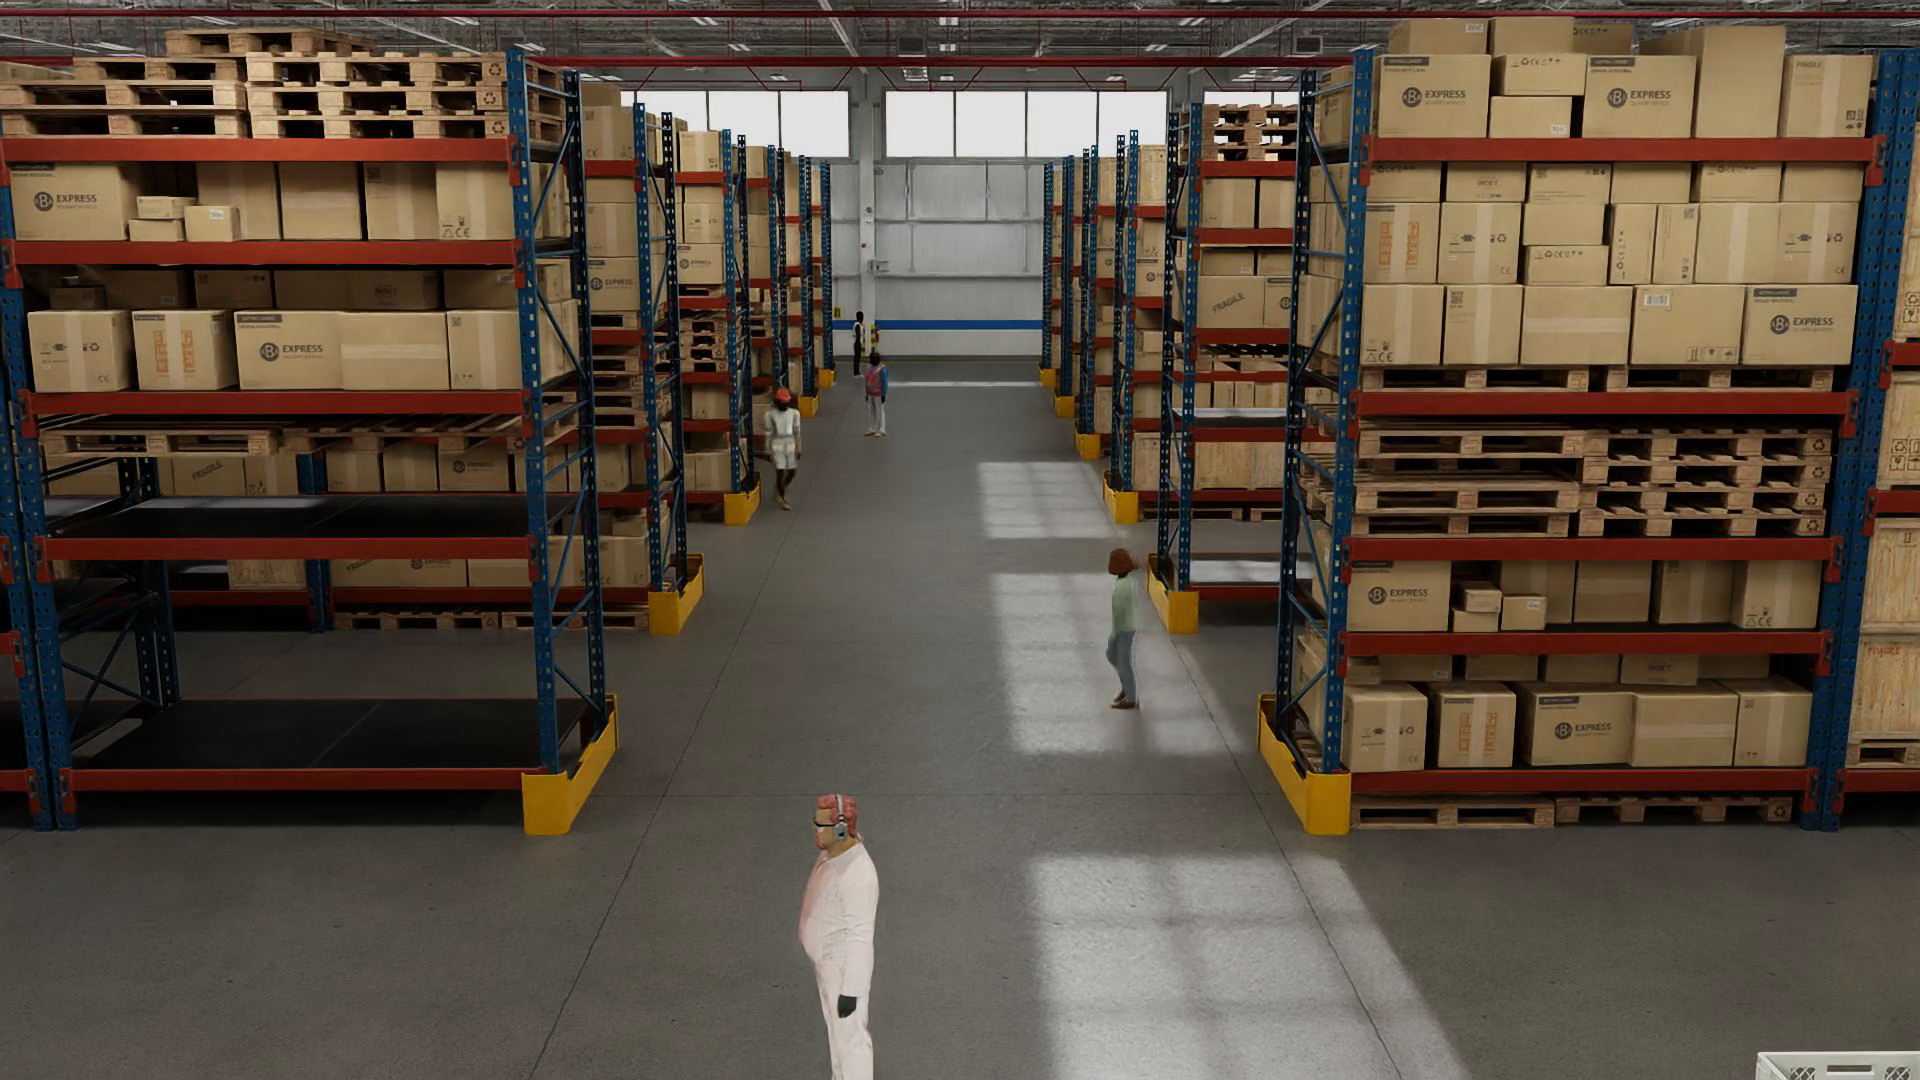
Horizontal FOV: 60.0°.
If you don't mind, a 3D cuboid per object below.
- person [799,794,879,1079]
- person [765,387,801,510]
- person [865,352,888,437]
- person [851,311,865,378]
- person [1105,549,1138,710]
[{"bbox_3d":[-0.653,2.270,8.875,0.410,1.909,0.643,-4,12,-18],"label":"person"},{"bbox_3d":[-2.919,-1.521,27.347,0.606,2.031,0.581,-5,12,-22],"label":"person"},{"bbox_3d":[-1.807,-3.128,35.856,0.432,1.829,0.662,-9,14,-37],"label":"person"},{"bbox_3d":[-2.952,-5.661,48.162,0.399,1.916,0.590,-1,11,-5],"label":"person"},{"bbox_3d":[1.598,0.885,16.432,0.373,1.619,0.505,2,12,8],"label":"person"}]
